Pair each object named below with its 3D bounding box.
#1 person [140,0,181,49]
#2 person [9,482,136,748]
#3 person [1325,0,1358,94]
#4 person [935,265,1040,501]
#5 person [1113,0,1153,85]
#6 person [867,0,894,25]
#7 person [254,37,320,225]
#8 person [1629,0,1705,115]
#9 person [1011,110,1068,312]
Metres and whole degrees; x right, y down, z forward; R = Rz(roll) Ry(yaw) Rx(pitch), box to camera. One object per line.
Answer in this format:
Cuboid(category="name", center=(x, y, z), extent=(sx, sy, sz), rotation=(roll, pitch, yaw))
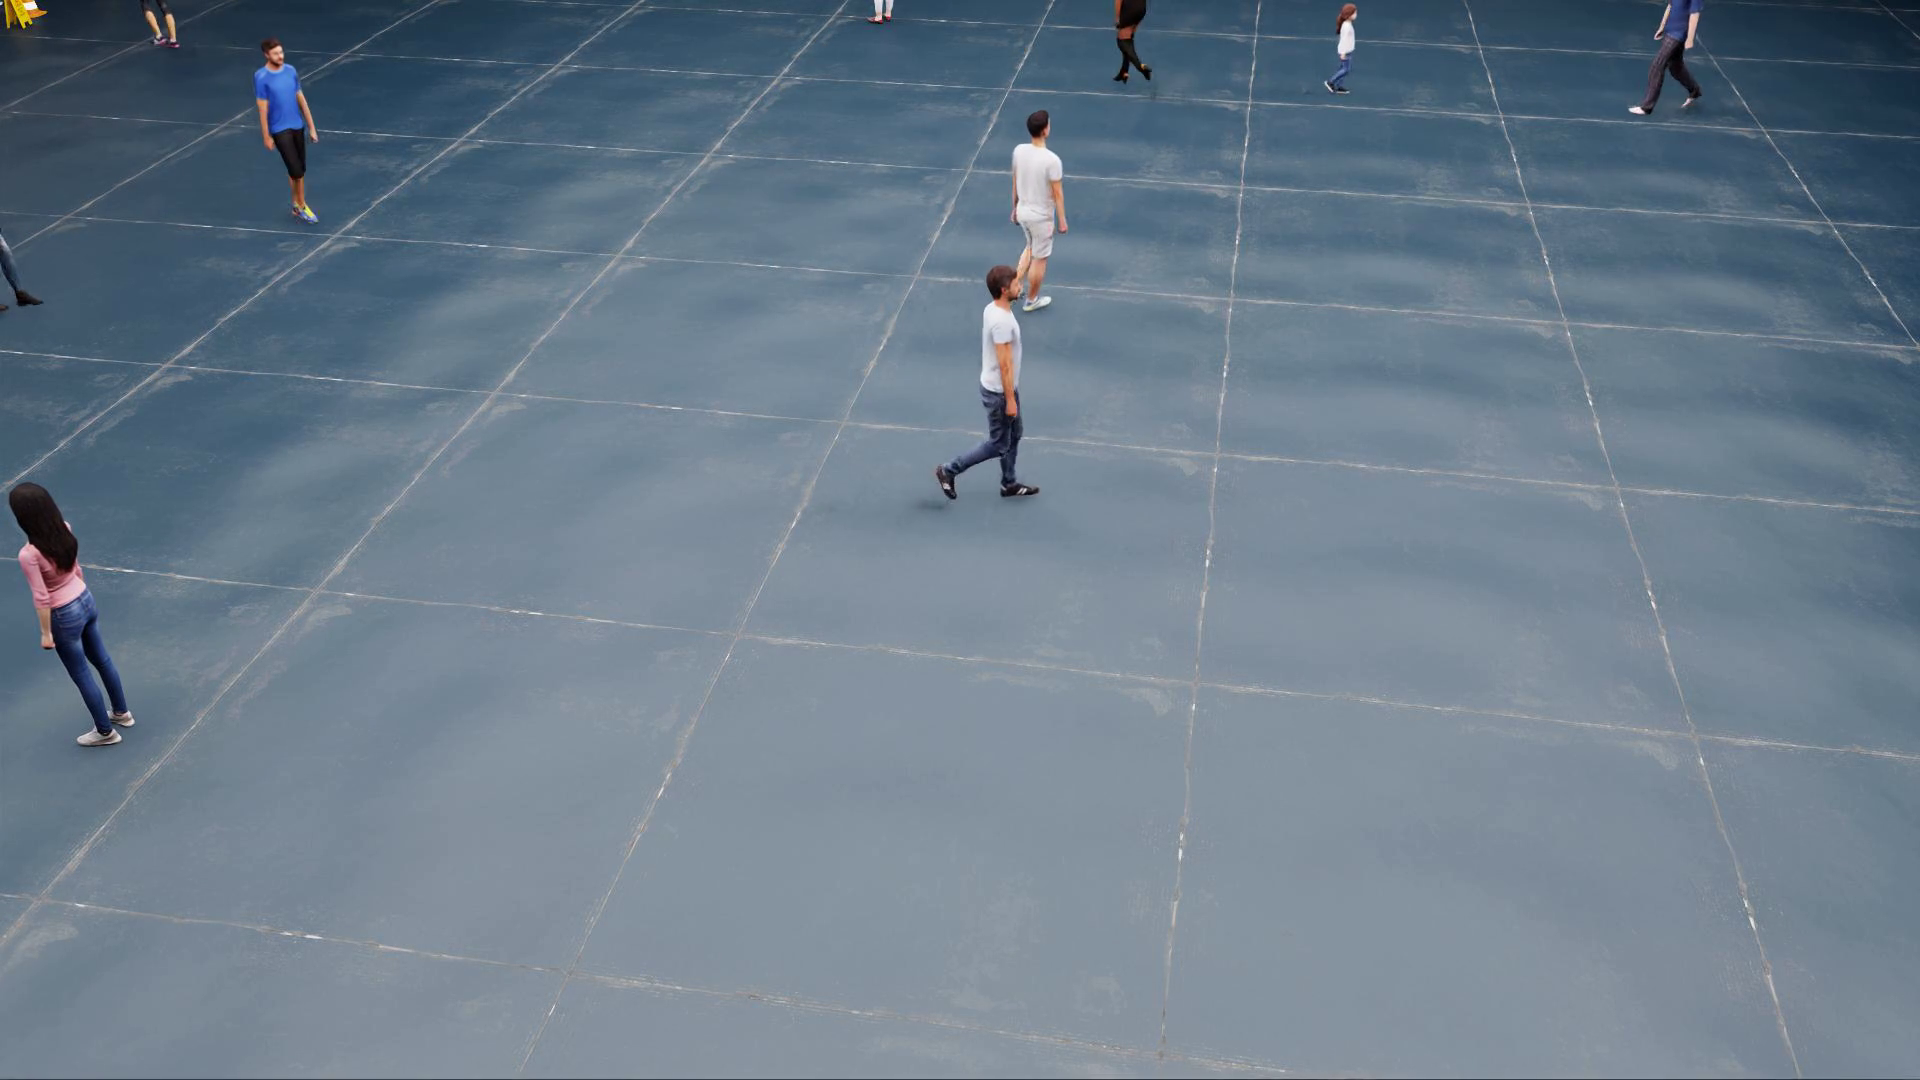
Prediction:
Cuboid(category="person", center=(-10.662, -7.395, 22.054), extent=(0.754, 1.716, 0.696), rotation=(21, 38, 30))
Cuboid(category="person", center=(-5.157, 0.429, 9.627), extent=(0.510, 1.742, 0.574), rotation=(4, 32, 6))
Cuboid(category="person", center=(4.693, -6.050, 20.498), extent=(0.537, 1.103, 0.460), rotation=(8, 33, 12))
Cuboid(category="person", center=(0.201, -1.063, 11.896), extent=(1.060, 1.846, 0.761), rotation=(-1, 32, -2))
Cuboid(category="person", center=(2.152, -6.456, 20.464), extent=(1.028, 1.825, 1.093), rotation=(-19, 37, -27))
Cuboid(category="person", center=(-1.115, -8.037, 23.178), extent=(0.716, 1.604, 0.688), rotation=(27, 41, 36))
Cuboid(category="person", center=(-6.845, -4.144, 16.775), extent=(0.890, 1.851, 0.799), rotation=(20, 37, 28))
Cuboid(category="person", center=(8.549, -5.943, 19.643), extent=(1.230, 1.833, 0.849), rotation=(-2, 32, -3))
Cuboid(category="person", center=(0.615, -2.875, 14.770), extent=(0.896, 1.844, 0.822), rotation=(-27, 41, -36))
